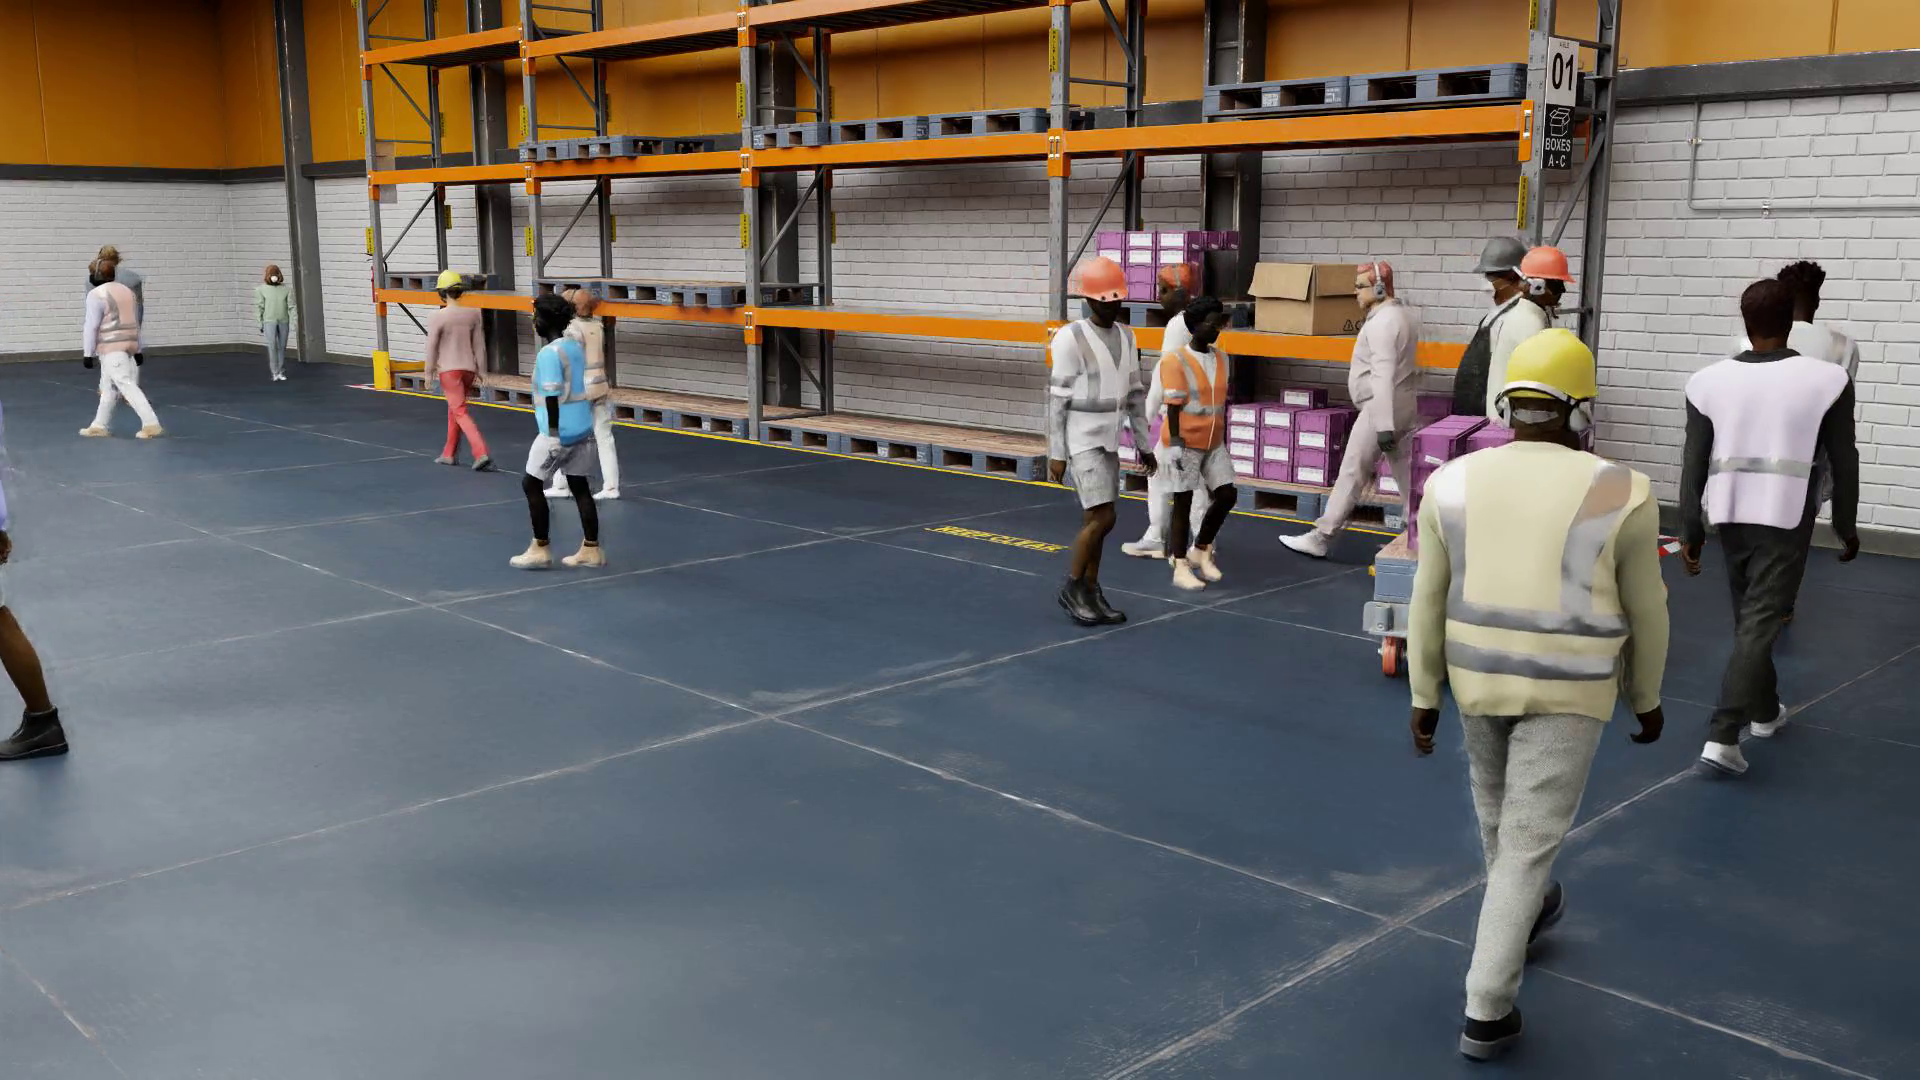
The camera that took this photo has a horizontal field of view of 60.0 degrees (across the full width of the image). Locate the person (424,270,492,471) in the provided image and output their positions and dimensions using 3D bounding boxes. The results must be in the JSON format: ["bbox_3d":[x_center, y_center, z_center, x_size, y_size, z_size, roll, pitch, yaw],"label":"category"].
[{"bbox_3d":[-4.338,-1.465,14.387,0.883,1.728,0.532,7,13,35],"label":"person"}]

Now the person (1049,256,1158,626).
[{"bbox_3d":[0.735,-0.487,8.551,0.416,1.913,0.589,9,14,41],"label":"person"}]

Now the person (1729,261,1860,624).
[{"bbox_3d":[4.110,-0.434,8.335,0.622,1.909,1.045,6,12,28],"label":"person"}]

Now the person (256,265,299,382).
[{"bbox_3d":[-9.433,-2.990,23.048,0.506,1.600,0.789,-7,13,-35],"label":"person"}]

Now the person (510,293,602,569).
[{"bbox_3d":[-2.491,-0.646,10.062,0.654,1.671,0.550,1,10,8],"label":"person"}]

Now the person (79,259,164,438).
[{"bbox_3d":[-8.435,-1.905,16.622,0.973,1.795,0.639,1,10,6],"label":"person"}]

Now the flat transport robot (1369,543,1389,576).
[{"bbox_3d":[3.127,0.168,9.455,1.431,0.197,0.652,10,14,44],"label":"flat transport robot"}]

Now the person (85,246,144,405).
[{"bbox_3d":[-10.130,-2.568,19.962,0.640,1.882,1.024,-8,13,-37],"label":"person"}]

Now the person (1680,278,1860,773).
[{"bbox_3d":[3.094,-0.069,6.433,0.598,1.865,1.052,10,14,43],"label":"person"}]

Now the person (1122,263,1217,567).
[{"bbox_3d":[1.251,-0.750,10.159,0.774,1.854,0.566,3,11,18],"label":"person"}]

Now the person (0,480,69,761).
[{"bbox_3d":[-3.919,-0.056,6.252,0.938,1.883,0.536,-3,11,-18],"label":"person"}]

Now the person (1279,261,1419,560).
[{"bbox_3d":[2.493,-0.766,10.208,0.990,1.853,0.677,7,12,32],"label":"person"}]

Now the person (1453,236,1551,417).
[{"bbox_3d":[3.103,-0.732,9.534,0.539,2.000,0.697,1,10,8],"label":"person"}]

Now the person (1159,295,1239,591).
[{"bbox_3d":[1.352,-0.546,9.483,0.543,1.687,0.356,-7,12,-34],"label":"person"}]

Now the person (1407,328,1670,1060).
[{"bbox_3d":[1.501,0.357,4.284,0.590,1.781,0.935,8,13,39],"label":"person"}]

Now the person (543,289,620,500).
[{"bbox_3d":[-2.928,-1.101,12.717,0.731,1.608,0.543,5,11,24],"label":"person"}]

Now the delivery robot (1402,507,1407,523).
[{"bbox_3d":[3.029,-0.208,10.475,0.477,0.478,0.707,0,10,2],"label":"delivery robot"}]

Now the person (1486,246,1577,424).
[{"bbox_3d":[3.222,-0.620,9.144,0.955,1.947,0.613,4,11,20],"label":"person"}]
